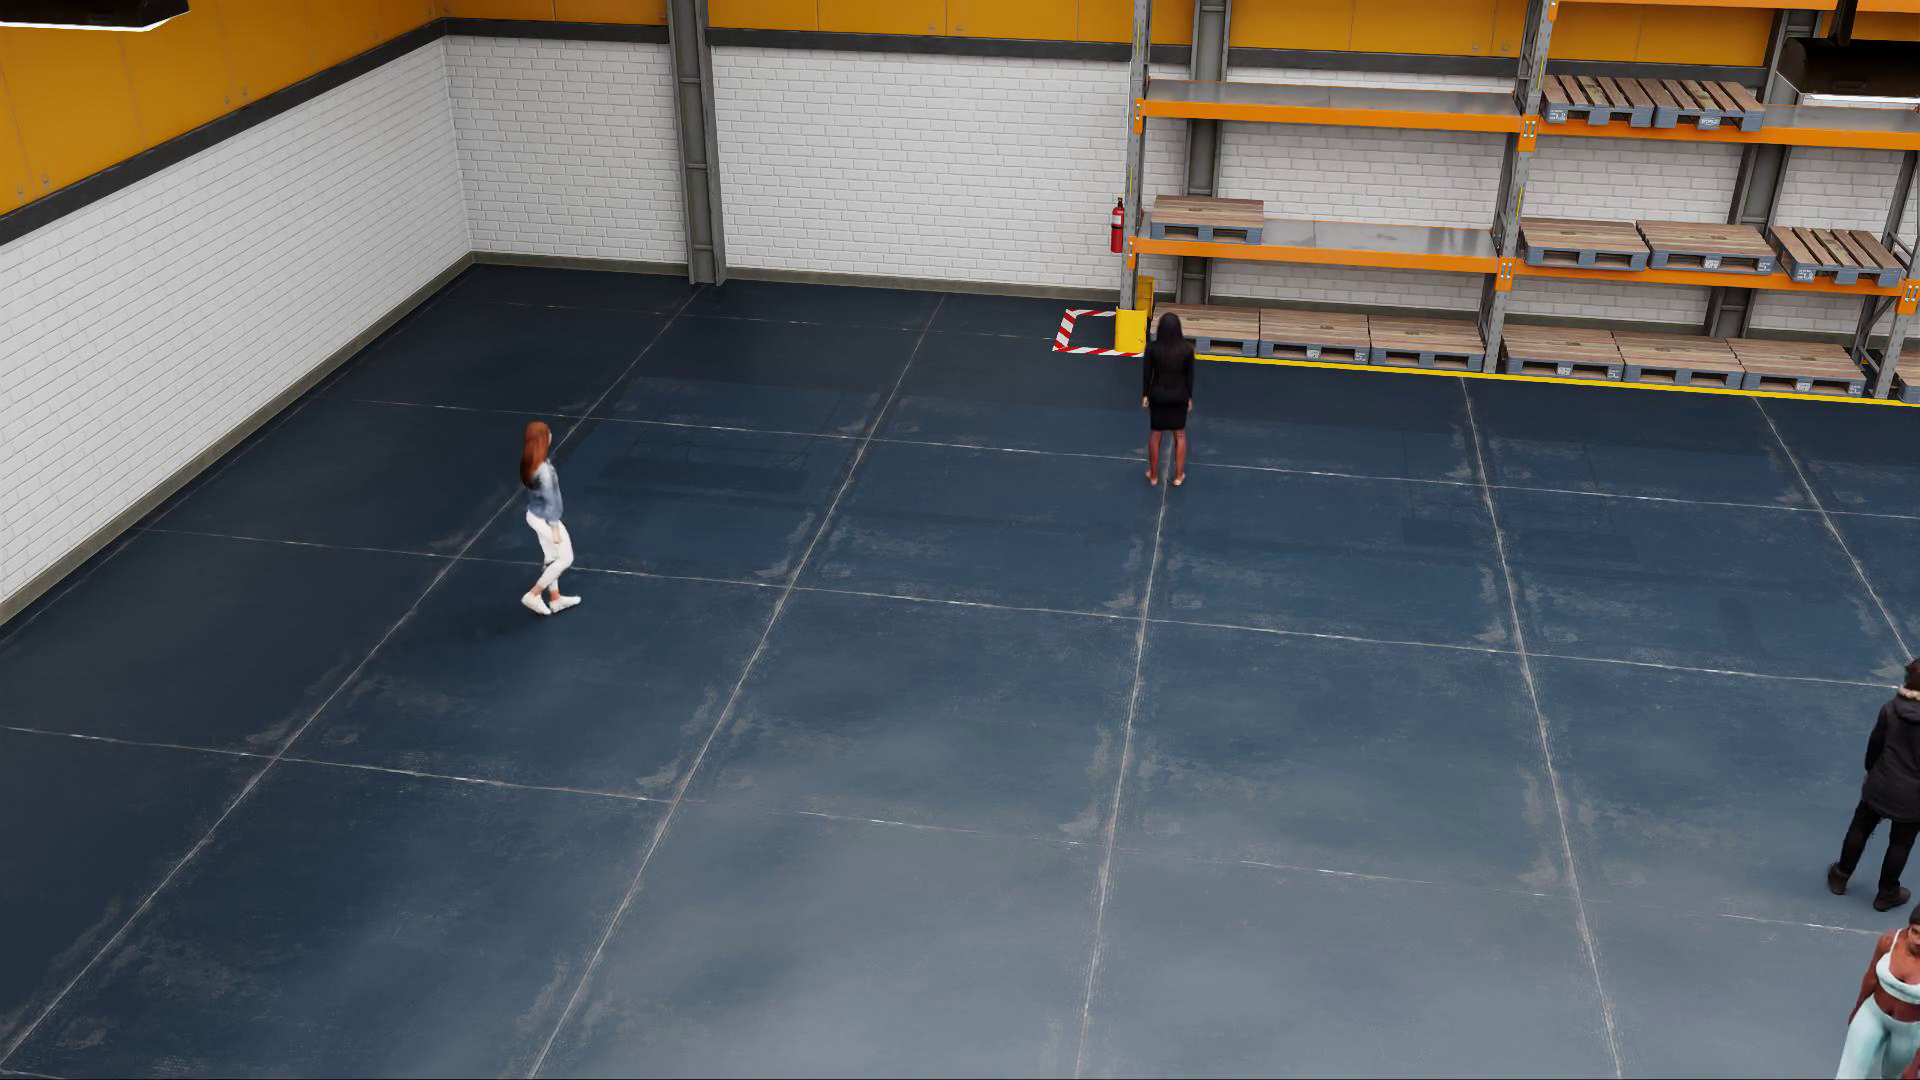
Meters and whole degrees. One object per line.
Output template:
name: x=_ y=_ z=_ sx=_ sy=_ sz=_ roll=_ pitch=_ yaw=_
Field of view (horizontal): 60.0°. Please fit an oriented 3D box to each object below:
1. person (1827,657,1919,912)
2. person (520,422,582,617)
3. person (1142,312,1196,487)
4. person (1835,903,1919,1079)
person: x=5.787 y=1.502 z=10.211 sx=0.801 sy=1.773 sz=0.717 roll=-20 pitch=34 yaw=-32
person: x=-3.389 y=-0.125 z=13.279 sx=0.896 sy=1.691 sz=0.834 roll=-17 pitch=33 yaw=-28
person: x=1.921 y=-1.297 z=15.398 sx=0.502 sy=1.720 sz=0.703 roll=3 pitch=29 yaw=5
person: x=4.810 y=2.474 z=8.515 sx=1.028 sy=1.690 sz=1.030 roll=-22 pitch=35 yaw=-34
